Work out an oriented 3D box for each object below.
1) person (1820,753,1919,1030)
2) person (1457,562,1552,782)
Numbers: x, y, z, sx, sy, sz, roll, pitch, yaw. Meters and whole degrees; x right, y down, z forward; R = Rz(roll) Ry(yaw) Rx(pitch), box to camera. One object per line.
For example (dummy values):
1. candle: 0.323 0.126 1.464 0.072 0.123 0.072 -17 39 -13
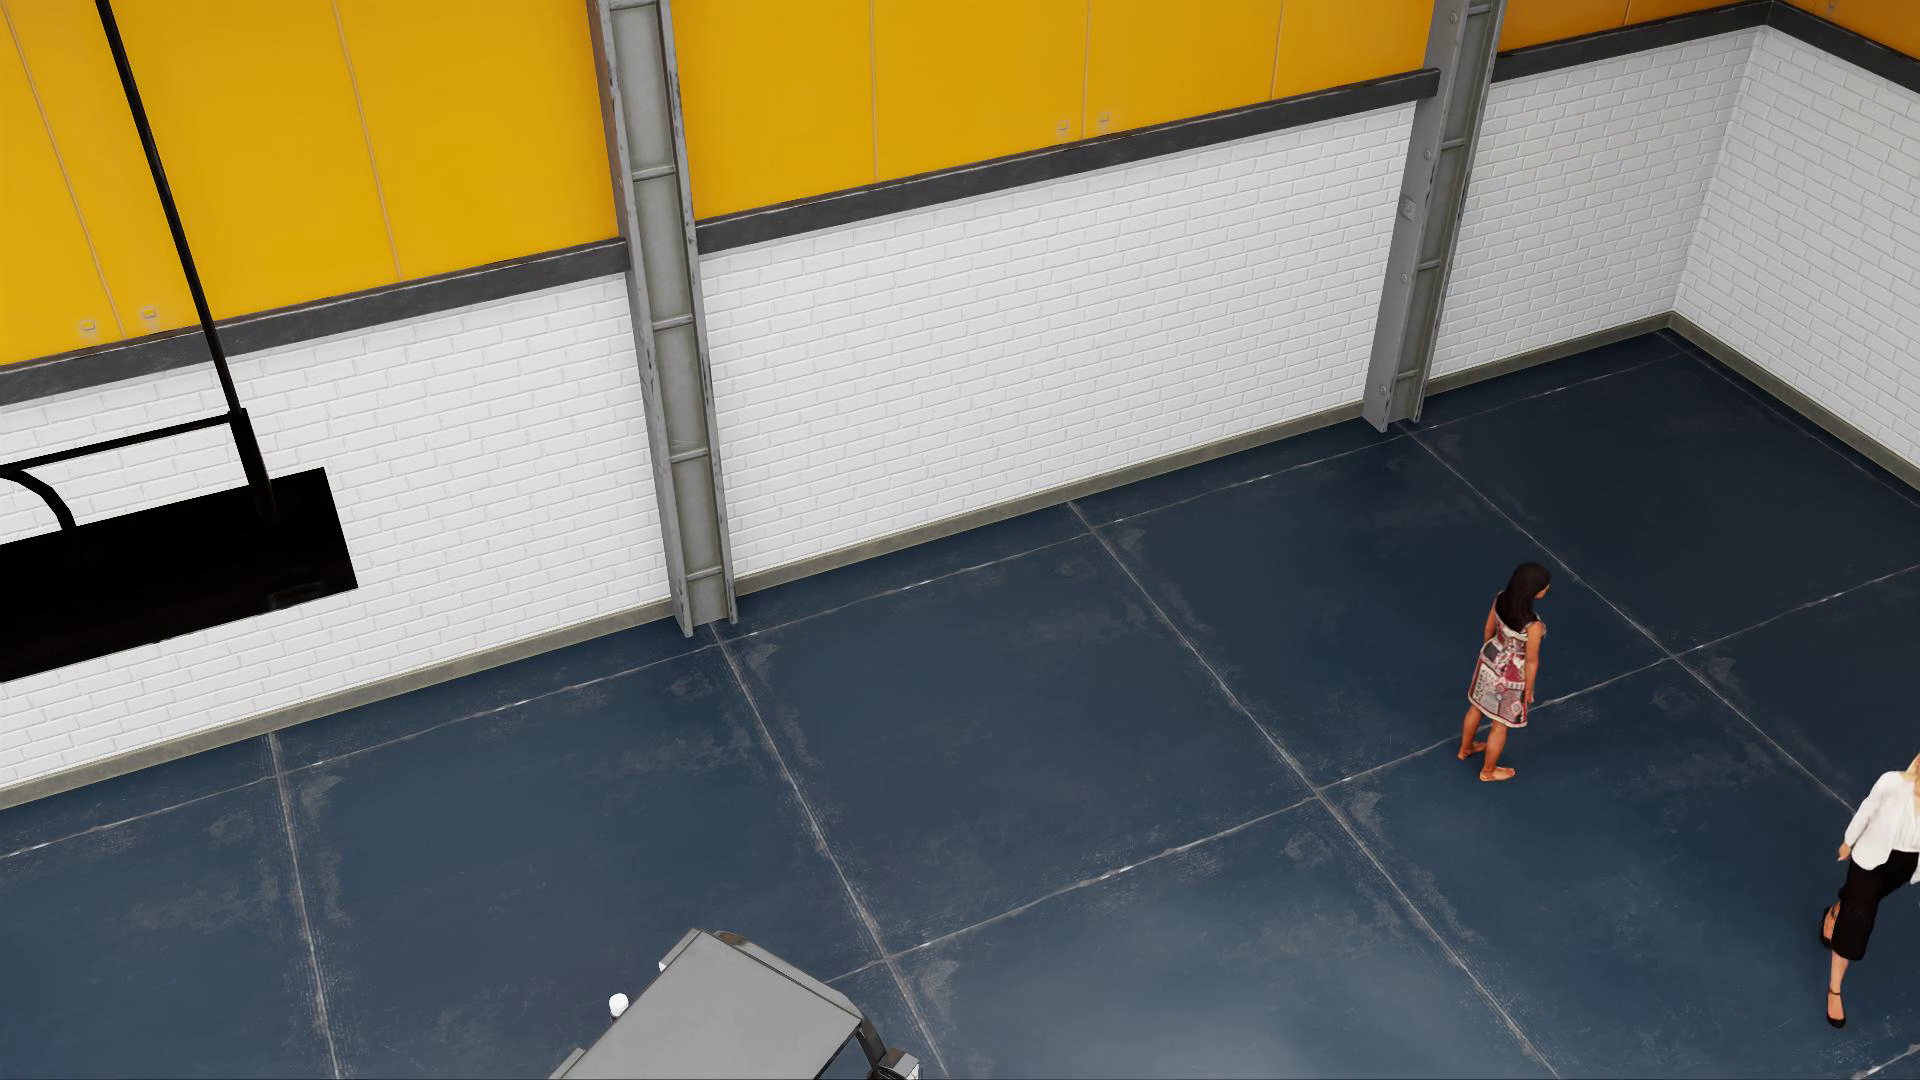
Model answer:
1. person: 5.033 1.716 9.061 1.111 1.812 1.122 10 40 12
2. person: 3.378 0.812 10.329 0.516 1.643 0.648 -15 41 -18
